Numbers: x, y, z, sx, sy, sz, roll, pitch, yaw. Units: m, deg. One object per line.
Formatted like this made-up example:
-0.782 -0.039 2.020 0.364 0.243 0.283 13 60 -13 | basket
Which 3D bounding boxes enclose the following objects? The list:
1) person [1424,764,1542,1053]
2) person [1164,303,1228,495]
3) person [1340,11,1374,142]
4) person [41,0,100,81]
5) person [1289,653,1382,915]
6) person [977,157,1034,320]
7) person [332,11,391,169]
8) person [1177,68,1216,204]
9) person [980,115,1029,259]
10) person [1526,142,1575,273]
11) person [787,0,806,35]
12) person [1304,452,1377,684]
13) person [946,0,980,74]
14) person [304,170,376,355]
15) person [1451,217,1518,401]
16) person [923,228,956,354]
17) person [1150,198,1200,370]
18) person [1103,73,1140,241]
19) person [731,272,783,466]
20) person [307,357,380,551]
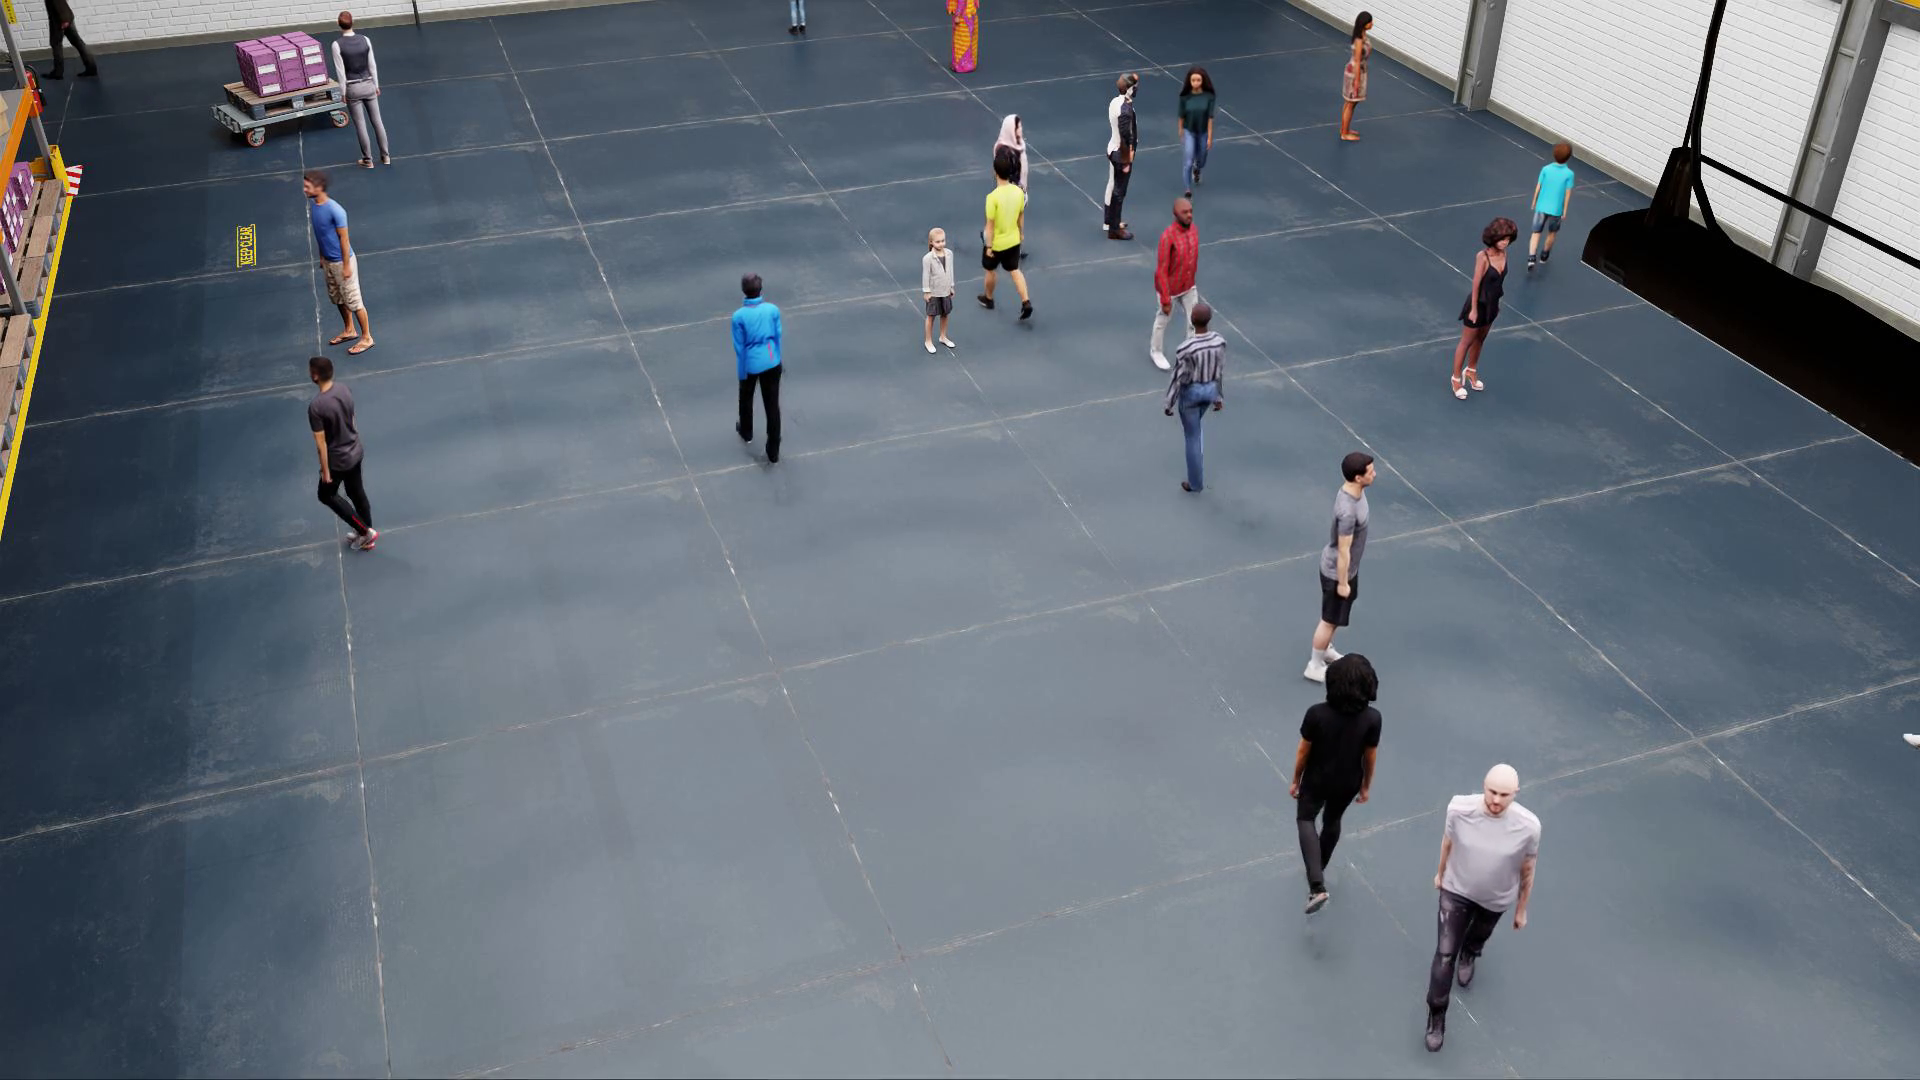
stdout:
2.962 1.940 9.436 1.174 1.783 1.280 11 35 17 | person
2.056 -1.139 14.071 0.700 1.780 0.687 -16 37 -23 | person
5.116 -6.027 21.544 0.789 1.648 0.661 6 34 9 | person
-12.617 -7.408 23.503 0.851 1.779 0.955 -6 34 -9 | person
2.251 1.500 10.076 0.863 1.808 1.035 2 34 3 | person
0.494 -3.059 17.048 0.776 1.683 1.109 -18 38 -25 | person
-7.443 -5.598 20.637 0.719 1.938 0.675 -23 40 -30 | person
2.808 -4.850 19.819 0.820 1.597 1.001 4 34 6 | person
0.474 -3.890 18.350 0.922 1.625 0.868 13 36 18 | person
6.406 -3.606 18.102 0.890 1.427 0.961 14 36 20 | person
-2.516 -8.372 25.487 0.498 1.189 0.497 -17 37 -23 | person
2.734 0.179 12.011 0.796 1.865 0.716 12 35 17 | person
0.021 -7.597 23.877 0.838 1.681 0.765 9 35 13 | person
-6.162 -2.779 16.463 0.671 1.863 0.789 24 41 32 | person
4.908 -2.195 15.654 0.635 1.787 0.644 -24 40 -31 | person
-0.213 -2.509 16.588 0.554 1.275 0.571 -19 38 -27 | person
2.026 -2.466 16.061 0.883 1.788 1.184 -21 39 -28 | person
1.813 -4.354 18.807 0.781 1.892 0.604 -4 34 -6 | person
-1.723 -1.469 14.576 0.600 1.771 0.926 -11 35 -16 | person
-4.903 -0.646 13.354 0.860 1.752 0.791 11 35 16 | person
